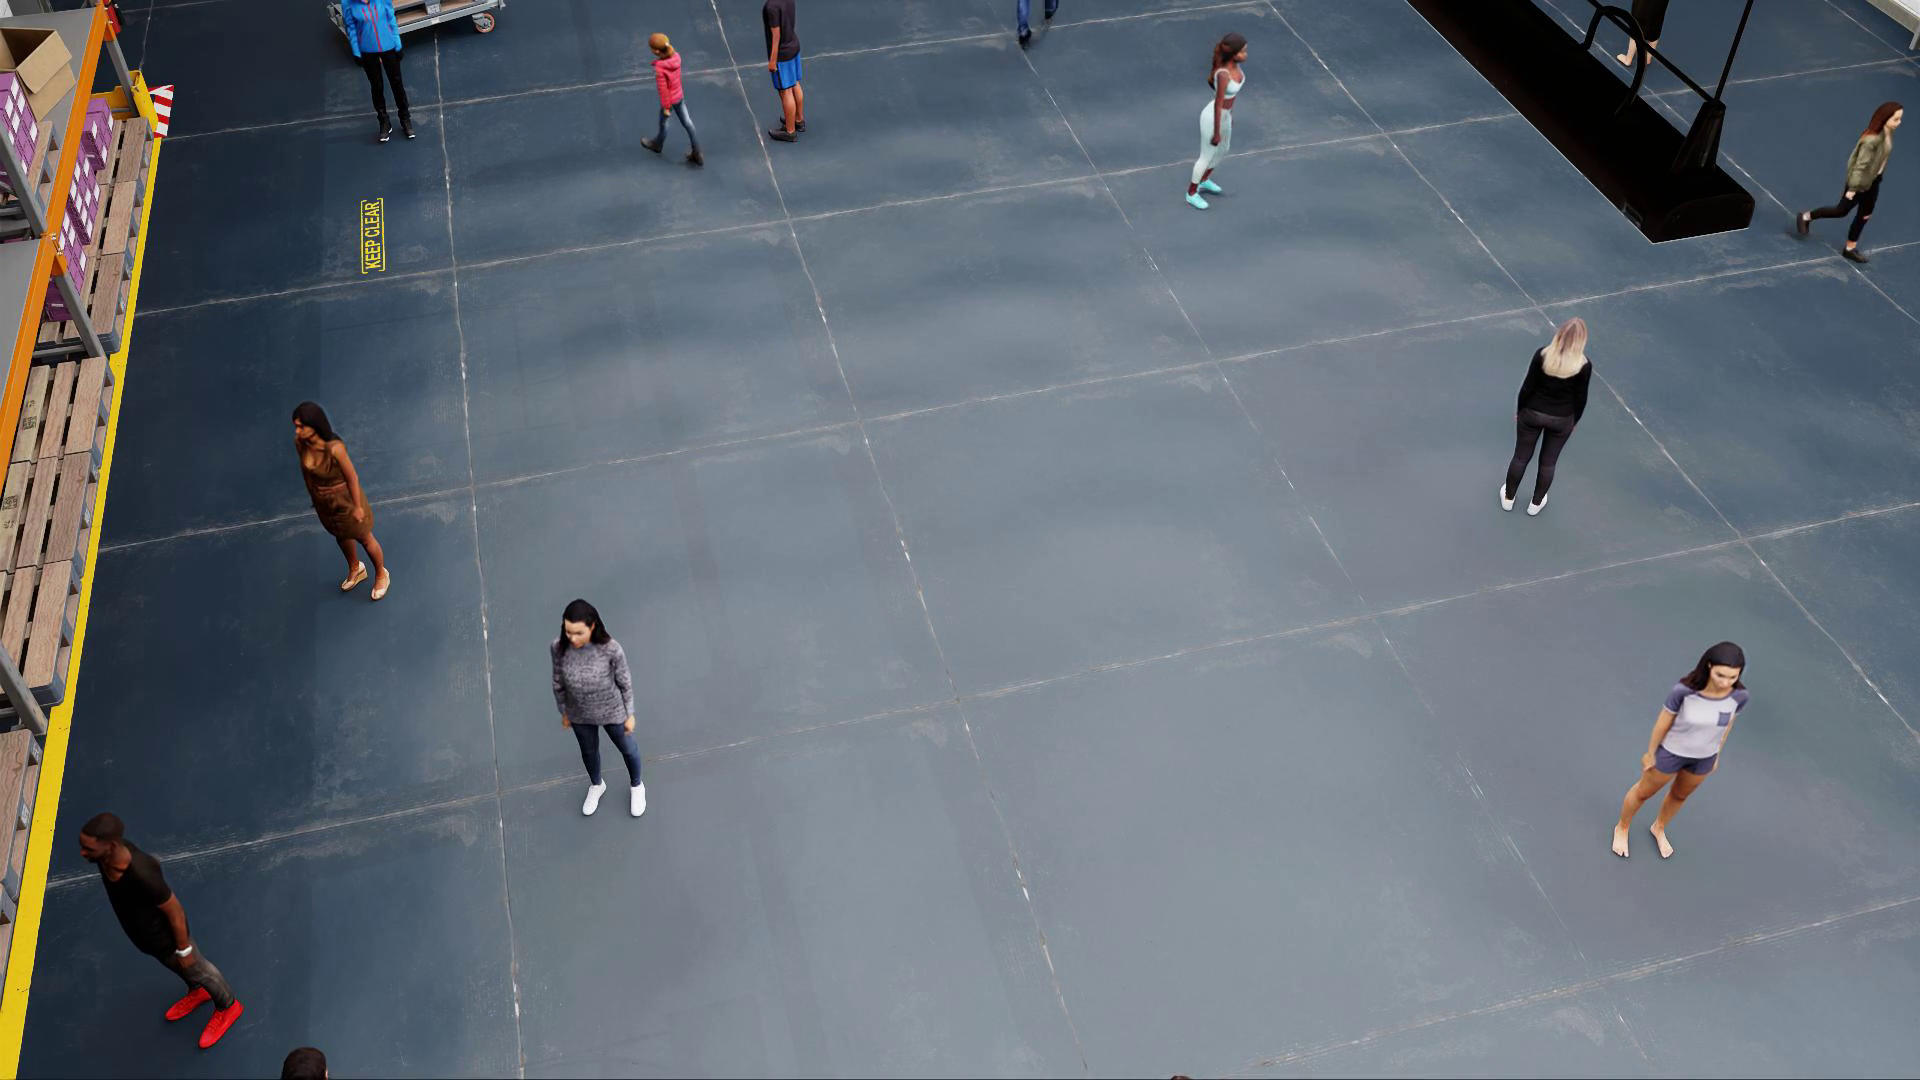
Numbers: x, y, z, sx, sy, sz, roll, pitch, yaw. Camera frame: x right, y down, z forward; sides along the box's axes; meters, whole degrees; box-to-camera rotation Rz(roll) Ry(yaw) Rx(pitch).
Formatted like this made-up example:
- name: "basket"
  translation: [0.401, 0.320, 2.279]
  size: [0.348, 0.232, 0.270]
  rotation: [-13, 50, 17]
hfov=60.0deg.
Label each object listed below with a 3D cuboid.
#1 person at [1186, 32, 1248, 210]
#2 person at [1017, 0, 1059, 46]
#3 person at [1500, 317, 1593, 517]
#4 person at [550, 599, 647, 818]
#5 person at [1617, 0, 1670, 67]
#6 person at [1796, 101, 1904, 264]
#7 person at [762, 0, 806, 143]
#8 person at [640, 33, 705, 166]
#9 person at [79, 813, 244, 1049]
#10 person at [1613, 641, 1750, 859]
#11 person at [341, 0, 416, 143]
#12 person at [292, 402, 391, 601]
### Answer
- name: "person"
  translation: [2.291, -3.752, 14.868]
  size: [0.809, 1.708, 0.746]
  rotation: [19, 47, 18]
- name: "person"
  translation: [0.742, -6.026, 17.167]
  size: [1.085, 1.830, 1.260]
  rotation: [13, 45, 13]
- name: "person"
  translation: [4.181, -0.870, 11.858]
  size: [0.689, 1.687, 0.722]
  rotation: [16, 46, 16]
- name: "person"
  translation: [-2.145, 0.990, 9.873]
  size: [0.667, 1.733, 0.623]
  rotation: [2, 44, 2]
- name: "person"
  translation: [7.055, -5.600, 16.869]
  size: [0.612, 1.624, 0.621]
  rotation: [-2, 44, -2]
- name: "person"
  translation: [7.750, -3.134, 14.404]
  size: [0.810, 1.454, 1.033]
  rotation: [-27, 50, -25]
- name: "person"
  translation: [-1.668, -4.643, 15.739]
  size: [0.765, 1.797, 0.675]
  rotation: [14, 45, 15]
- name: "person"
  translation: [-2.625, -4.083, 15.529]
  size: [0.952, 1.277, 0.891]
  rotation: [23, 48, 22]
- name: "person"
  translation: [-4.209, 2.020, 8.740]
  size: [0.692, 1.805, 0.774]
  rotation: [25, 49, 24]
- name: "person"
  translation: [4.197, 1.218, 9.633]
  size: [0.642, 1.734, 0.600]
  rotation: [2, 44, 2]
- name: "person"
  translation: [-5.506, -4.642, 15.738]
  size: [0.617, 1.797, 0.513]
  rotation: [-12, 45, -12]
- name: "person"
  translation: [-4.185, -0.263, 11.220]
  size: [0.649, 1.688, 0.684]
  rotation: [16, 46, 16]
